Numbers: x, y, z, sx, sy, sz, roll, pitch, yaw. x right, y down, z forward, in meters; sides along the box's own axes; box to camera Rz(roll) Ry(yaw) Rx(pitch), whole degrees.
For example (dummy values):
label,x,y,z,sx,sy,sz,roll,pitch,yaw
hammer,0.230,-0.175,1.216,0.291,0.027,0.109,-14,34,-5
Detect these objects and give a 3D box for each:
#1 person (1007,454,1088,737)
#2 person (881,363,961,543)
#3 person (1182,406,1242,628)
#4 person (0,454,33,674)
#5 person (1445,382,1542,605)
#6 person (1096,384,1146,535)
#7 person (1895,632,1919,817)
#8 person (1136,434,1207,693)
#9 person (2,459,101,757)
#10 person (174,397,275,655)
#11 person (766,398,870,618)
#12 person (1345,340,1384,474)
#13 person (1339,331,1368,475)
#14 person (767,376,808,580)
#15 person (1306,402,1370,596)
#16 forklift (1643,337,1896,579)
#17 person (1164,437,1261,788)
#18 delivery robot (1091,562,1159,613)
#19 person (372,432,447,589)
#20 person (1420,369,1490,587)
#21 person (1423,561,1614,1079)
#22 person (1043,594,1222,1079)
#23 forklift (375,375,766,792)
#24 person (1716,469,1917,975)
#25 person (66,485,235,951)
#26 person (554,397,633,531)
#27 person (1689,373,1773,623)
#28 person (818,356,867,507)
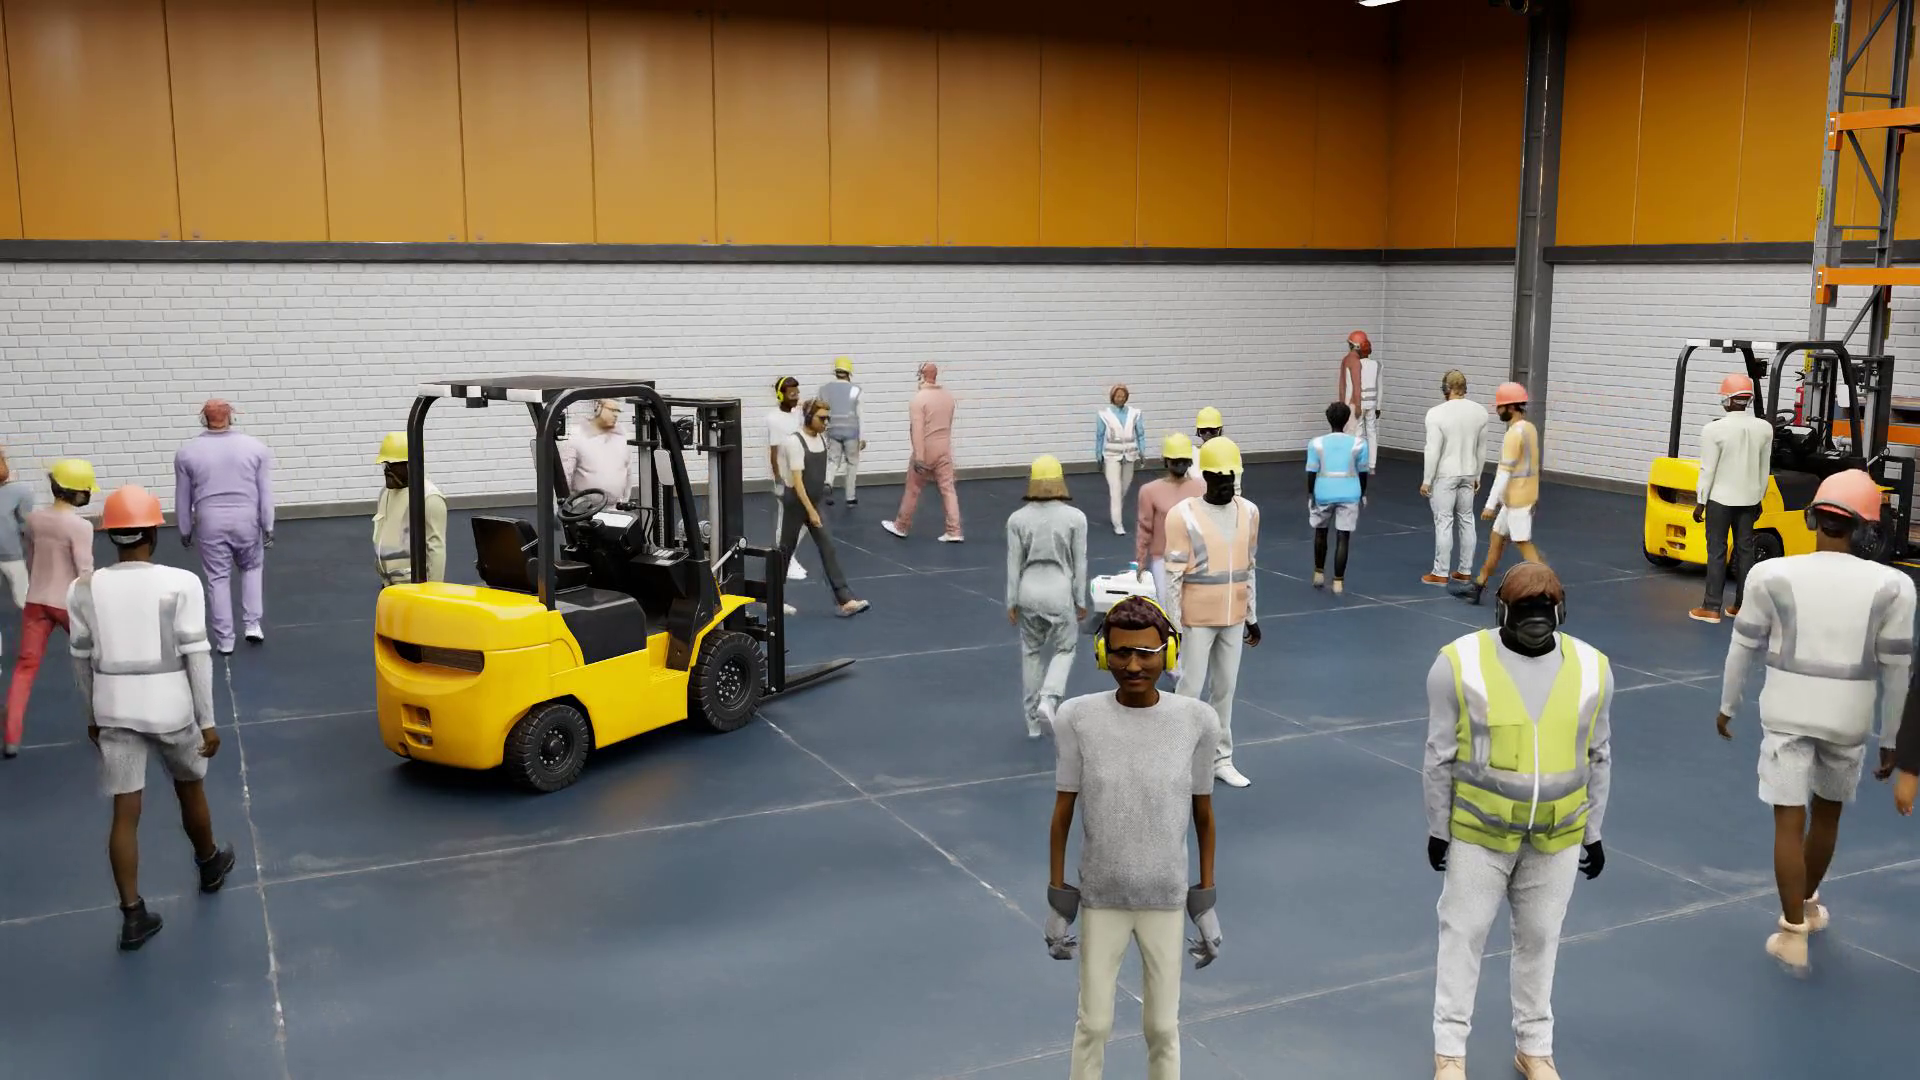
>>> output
label,x,y,z,sx,sy,sz,roll,pitch,yaw
person,0.502,0.353,9.874,0.489,1.719,0.526,3,10,18
person,-0.366,-0.907,17.287,0.988,1.854,0.669,8,12,42
person,1.905,-0.149,12.853,0.524,1.769,0.316,1,9,7
person,-6.705,0.129,11.655,0.504,1.606,0.776,-2,9,-14
person,4.449,-0.342,13.653,0.946,1.890,0.556,5,10,29
person,1.719,-0.892,17.975,0.513,1.602,0.825,-2,9,-13
person,3.862,0.843,6.247,0.640,1.934,1.015,3,10,20
person,1.472,0.137,11.219,0.538,1.712,0.899,-1,9,-9
person,-5.276,0.391,9.701,0.567,1.712,0.735,3,10,17
person,-5.414,-0.112,12.275,0.661,1.885,0.600,-4,10,-24
person,-1.185,-0.244,13.379,0.999,1.782,0.511,7,11,35
person,5.553,-1.830,22.928,0.578,1.881,0.346,-3,10,-17
person,5.437,-1.891,22.967,0.400,1.989,0.623,-1,9,-3
person,-1.538,-0.555,15.095,0.384,1.855,0.572,4,10,25
person,3.298,-0.373,14.546,0.542,1.673,0.712,2,9,14
forklift,7.551,-0.789,15.507,2.313,2.155,1.214,-4,10,-25
person,1.371,0.403,8.937,0.595,1.925,0.373,-5,10,-27
delivery robot,1.374,0.413,12.831,0.707,0.478,0.477,3,10,20
person,-3.399,0.238,10.286,0.593,1.824,0.403,8,12,40
person,4.383,-0.547,14.810,0.628,1.935,0.373,-3,10,-20
person,1.881,0.980,5.623,0.624,1.845,0.430,1,9,3
person,0.512,1.078,4.922,0.531,1.870,0.317,0,9,2
forklift,-2.268,0.149,9.685,1.214,2.155,2.313,6,11,32
person,3.440,0.712,6.741,0.658,2.013,0.668,3,10,18
person,-3.459,0.706,7.147,0.585,1.891,0.957,-2,9,-10
person,-2.981,-0.285,13.475,0.714,1.852,1.004,-6,11,-34
person,6.145,-0.329,13.265,0.612,1.995,0.376,-2,9,-11
person,-1.396,-1.264,19.622,0.599,1.813,0.621,2,9,15
